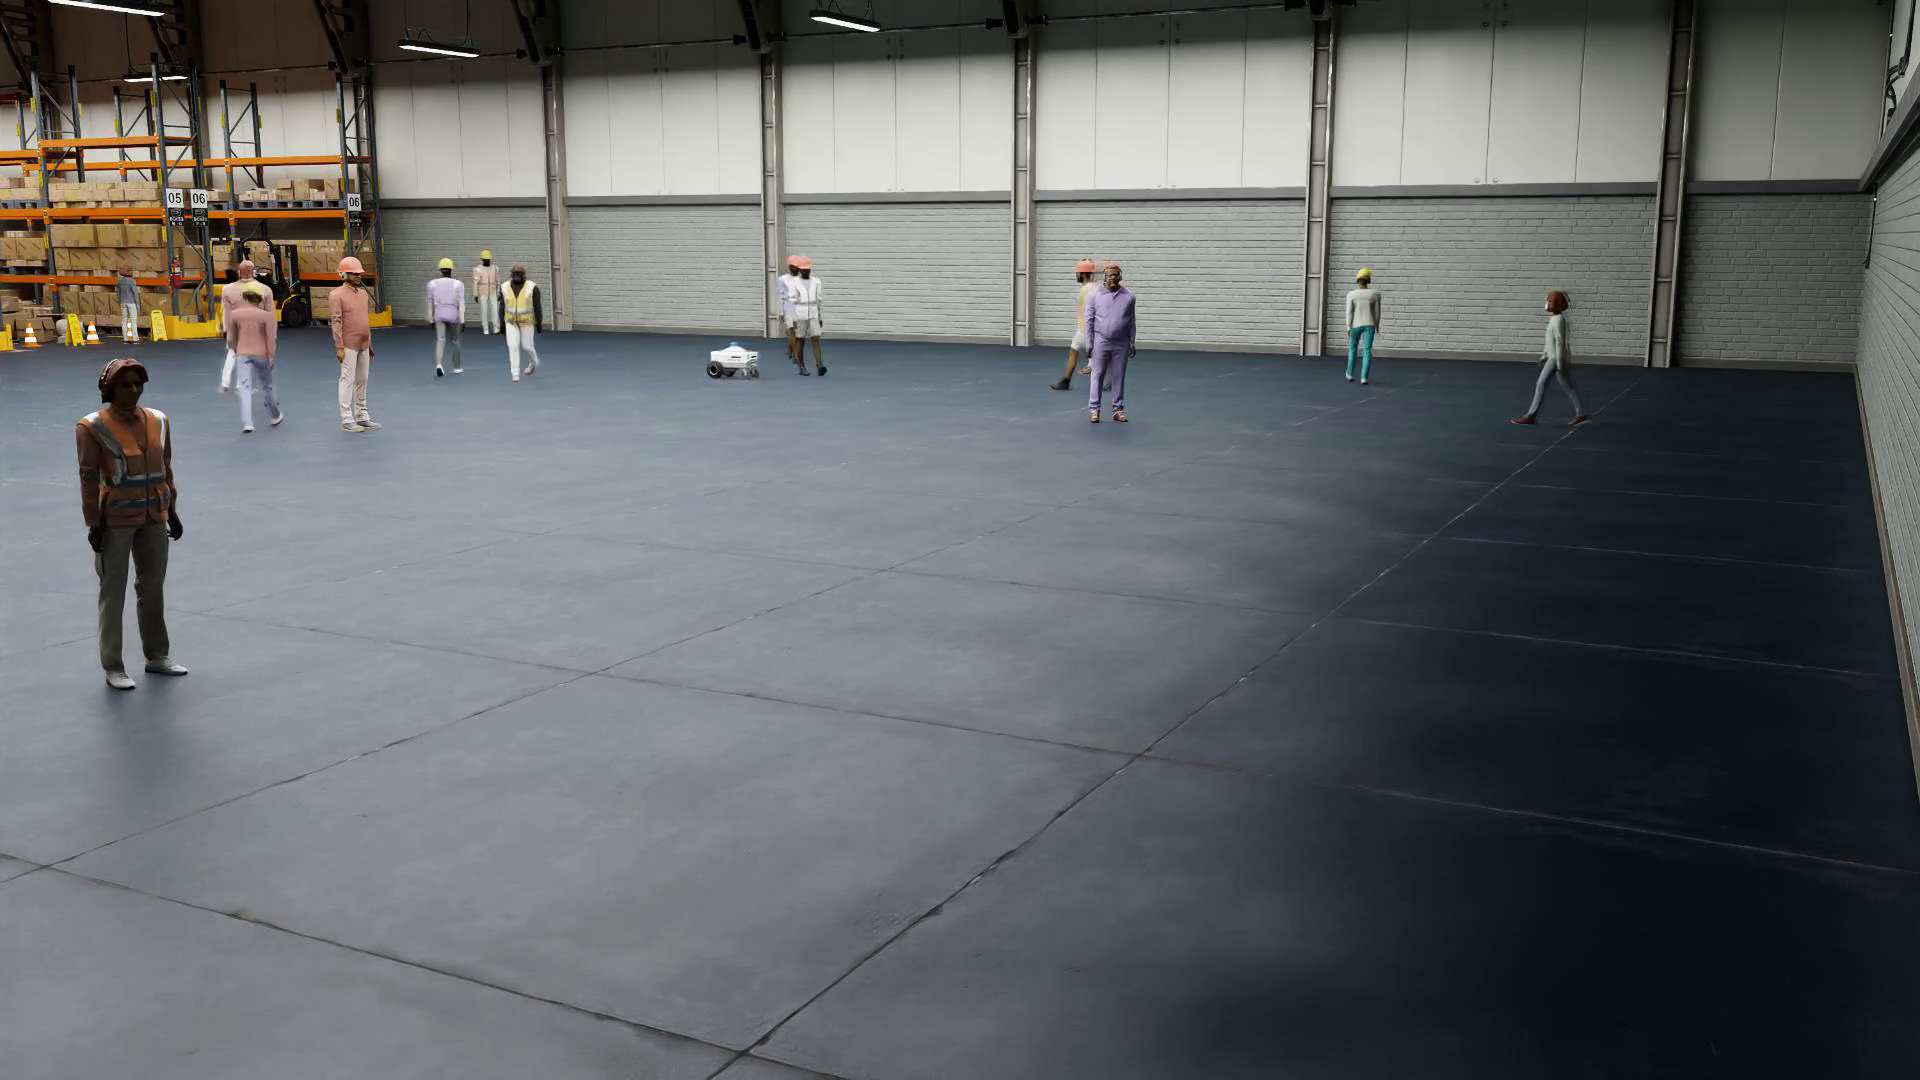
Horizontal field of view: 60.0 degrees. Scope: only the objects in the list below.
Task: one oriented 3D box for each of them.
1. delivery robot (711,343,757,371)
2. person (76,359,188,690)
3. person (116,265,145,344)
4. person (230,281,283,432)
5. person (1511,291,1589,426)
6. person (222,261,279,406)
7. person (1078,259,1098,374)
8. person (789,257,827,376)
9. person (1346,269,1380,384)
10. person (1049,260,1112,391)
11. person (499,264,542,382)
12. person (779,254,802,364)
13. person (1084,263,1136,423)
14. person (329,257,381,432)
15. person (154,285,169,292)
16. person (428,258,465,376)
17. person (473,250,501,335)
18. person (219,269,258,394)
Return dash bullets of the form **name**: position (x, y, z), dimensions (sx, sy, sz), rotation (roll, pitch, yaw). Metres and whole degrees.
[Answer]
- **delivery robot**: position (-3.548, -2.859, 26.134), dimensions (0.707, 0.478, 0.477), rotation (4, 11, 21)
- **person**: position (-4.138, -0.088, 8.319), dimensions (0.311, 1.638, 0.523), rotation (5, 12, 26)
- **person**: position (-17.171, -4.862, 34.368), dimensions (0.498, 1.633, 0.285), rotation (3, 11, 15)
- **person**: position (-8.141, -2.118, 19.214), dimensions (0.529, 1.708, 0.947), rotation (-2, 11, -8)
- **person**: position (7.033, -2.131, 19.588), dimensions (0.863, 1.594, 0.494), rotation (4, 11, 20)
- **person**: position (-9.295, -2.697, 21.839), dimensions (0.667, 1.906, 0.402), rotation (-2, 11, -10)
- **person**: position (2.092, -3.631, 27.044), dimensions (0.311, 1.863, 0.509), rotation (-1, 10, -3)
- **person**: position (-2.399, -3.519, 26.354), dimensions (0.557, 1.900, 0.931), rotation (-4, 11, -20)
- **person**: position (6.117, -3.246, 25.312), dimensions (0.532, 1.727, 0.887), rotation (1, 10, 7)
- **person**: position (1.847, -3.072, 23.945), dimensions (1.037, 1.890, 0.545), rotation (4, 11, 22)
- **person**: position (-6.790, -3.373, 25.774), dimensions (0.670, 1.814, 0.677), rotation (-1, 10, -3)
- **person**: position (-2.929, -4.062, 29.268), dimensions (0.543, 1.915, 0.742), rotation (-5, 11, -25)
- **person**: position (1.814, -2.358, 19.970), dimensions (0.646, 1.907, 0.401), rotation (-2, 11, -11)
- **person**: position (-6.942, -2.237, 19.068), dimensions (0.382, 1.993, 0.622), rotation (3, 11, 16)
- **person**: position (-18.561, -5.816, 38.772), dimensions (0.568, 1.920, 0.663), rotation (5, 11, 24)
- **person**: position (-8.255, -3.581, 26.719), dimensions (0.597, 1.886, 0.987), rotation (-1, 10, -4)
- **person**: position (-10.620, -5.559, 37.470), dimensions (0.625, 1.885, 0.921), rotation (-6, 12, -28)
- **person**: position (-10.178, -2.979, 23.509), dimensions (0.716, 1.850, 0.379), rotation (4, 11, 18)
